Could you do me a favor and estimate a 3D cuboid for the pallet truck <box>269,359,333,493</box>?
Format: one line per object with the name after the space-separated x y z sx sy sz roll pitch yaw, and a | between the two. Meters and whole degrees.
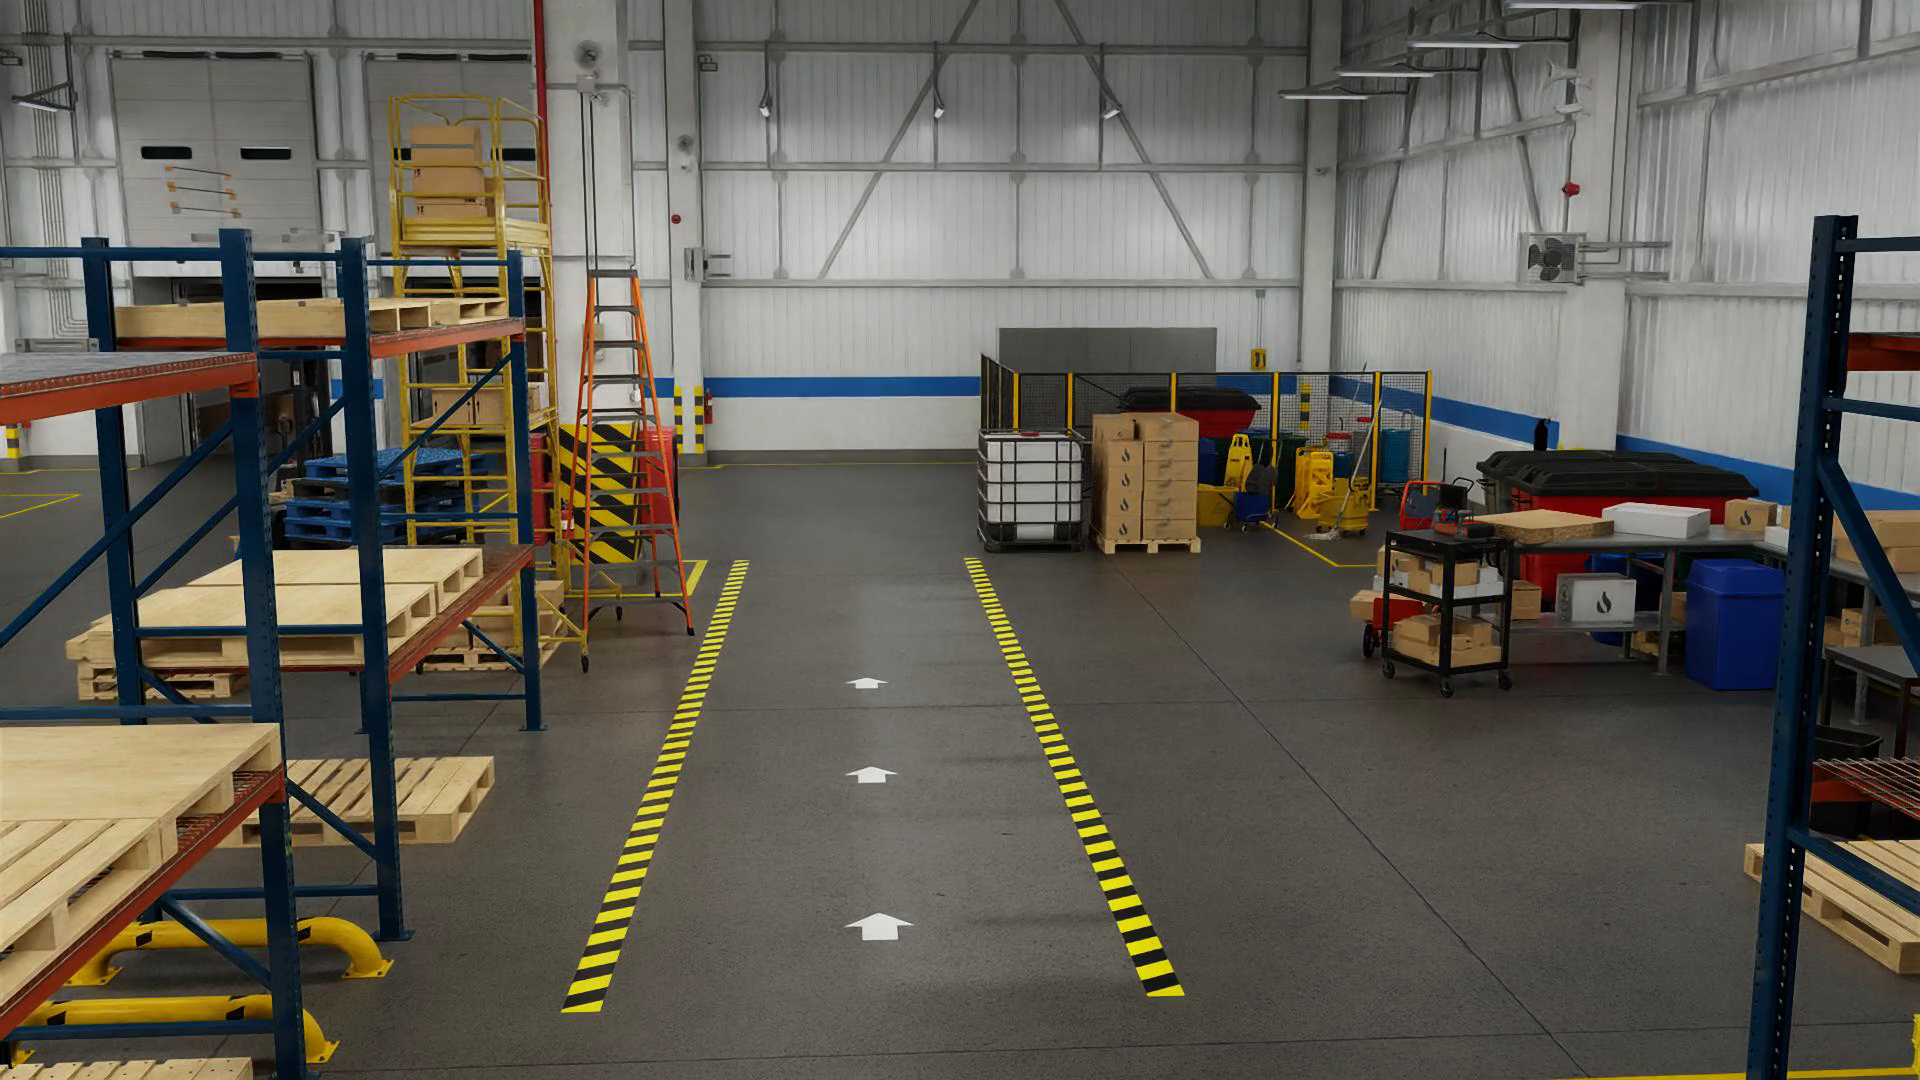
-7.062 -1.131 18.996 1.885 1.965 0.823 2 9 13 | pallet truck
